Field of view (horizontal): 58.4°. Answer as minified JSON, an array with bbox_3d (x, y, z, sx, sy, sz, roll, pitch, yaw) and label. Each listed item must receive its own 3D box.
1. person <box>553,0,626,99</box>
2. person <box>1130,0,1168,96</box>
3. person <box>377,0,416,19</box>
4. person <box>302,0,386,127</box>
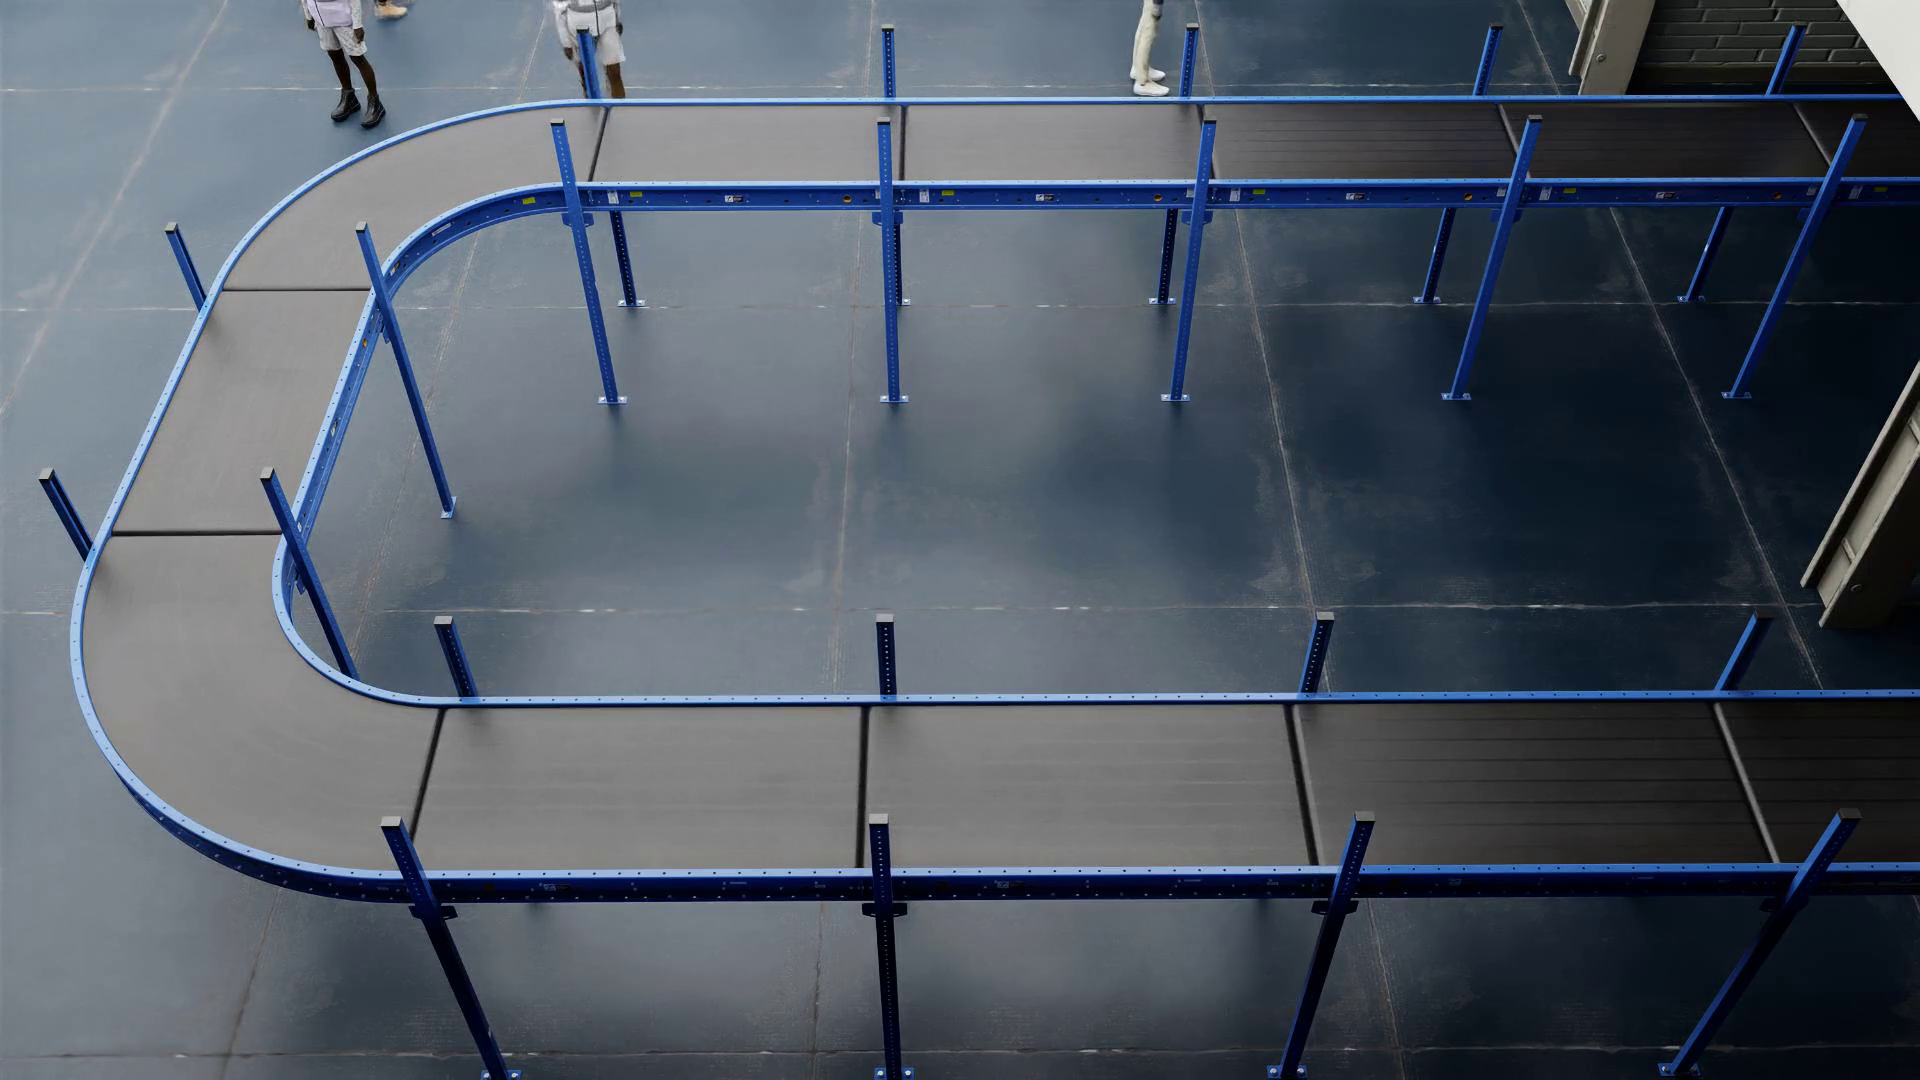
[{"bbox_3d":[-2.993,-4.192,13.904,0.564,1.889,1.007,-21,50,-18],"label":"person"},{"bbox_3d":[1.633,-4.601,14.299,0.340,1.867,0.518,2,47,2],"label":"person"},{"bbox_3d":[-5.121,-5.431,15.196,0.500,1.676,0.551,-16,49,-14],"label":"person"},{"bbox_3d":[-5.096,-4.243,13.916,0.550,1.932,0.374,16,49,15],"label":"person"}]
